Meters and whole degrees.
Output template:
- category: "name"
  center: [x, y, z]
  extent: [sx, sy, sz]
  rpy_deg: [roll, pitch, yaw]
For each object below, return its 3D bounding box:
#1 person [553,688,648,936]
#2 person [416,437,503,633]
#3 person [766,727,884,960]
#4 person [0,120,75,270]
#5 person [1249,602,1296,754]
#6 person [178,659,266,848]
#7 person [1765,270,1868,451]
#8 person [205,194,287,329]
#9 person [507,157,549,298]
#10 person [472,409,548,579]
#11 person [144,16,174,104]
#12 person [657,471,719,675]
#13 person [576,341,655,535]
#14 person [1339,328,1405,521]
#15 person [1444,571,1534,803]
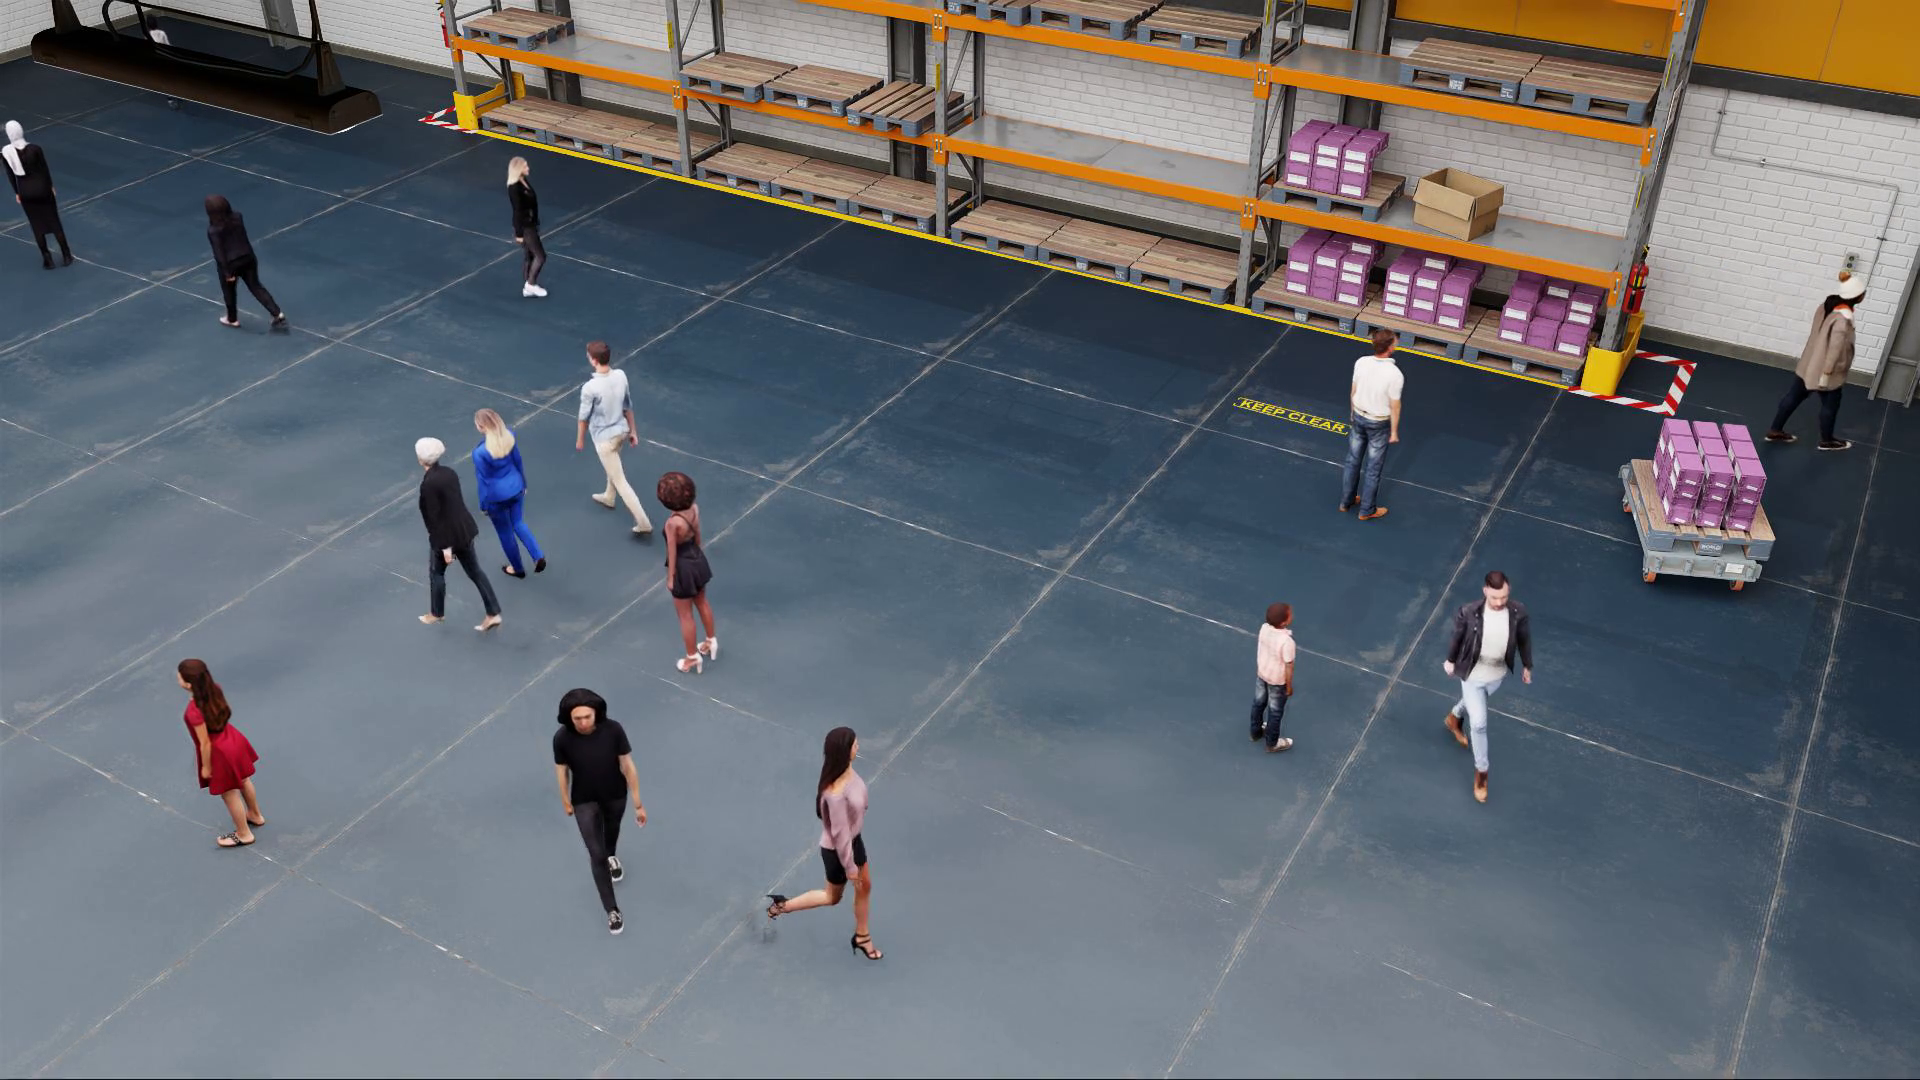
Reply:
- category: "person"
  center: [-2.397, 1.628, 11.023]
  extent: [1.078, 1.797, 1.200]
  rpy_deg: [-13, 36, -18]
- category: "person"
  center: [-4.060, 0.041, 13.409]
  extent: [1.001, 1.730, 0.847]
  rpy_deg: [10, 35, 14]
- category: "person"
  center: [-0.843, 1.959, 10.545]
  extent: [1.113, 1.775, 0.845]
  rpy_deg: [8, 34, 11]
- category: "person"
  center: [-10.893, -4.070, 19.614]
  extent: [0.680, 1.777, 0.695]
  rpy_deg: [-17, 37, -23]
- category: "person"
  center: [2.331, 1.004, 12.406]
  extent: [0.642, 1.306, 0.547]
  rpy_deg: [-20, 38, -27]
- category: "person"
  center: [-5.123, 1.447, 11.515]
  extent: [0.715, 1.554, 0.654]
  rpy_deg: [2, 34, 2]
- category: "person"
  center: [8.191, -1.716, 15.995]
  extent: [1.116, 1.863, 0.965]
  rpy_deg: [1, 34, 2]
- category: "person"
  center: [-7.860, -3.027, 18.216]
  extent: [1.038, 1.588, 0.666]
  rpy_deg: [15, 37, 22]
- category: "person"
  center: [-5.030, -3.527, 18.890]
  extent: [0.755, 1.674, 0.732]
  rpy_deg: [-2, 34, -2]
- category: "person"
  center: [-3.789, -0.340, 14.088]
  extent: [0.739, 1.682, 0.627]
  rpy_deg: [20, 38, 27]
- category: "person"
  center: [-11.857, -7.126, 24.691]
  extent: [0.631, 1.247, 0.725]
  rpy_deg: [-21, 39, -28]
- category: "person"
  center: [-2.136, 0.251, 13.106]
  extent: [0.557, 1.785, 0.570]
  rpy_deg: [14, 36, 21]
- category: "person"
  center: [-3.053, -0.866, 14.764]
  extent: [1.206, 1.810, 0.714]
  rpy_deg: [24, 40, 31]
- category: "person"
  center: [3.699, -1.052, 15.003]
  extent: [0.798, 1.856, 0.641]
  rpy_deg: [-24, 41, -32]
- category: "person"
  center: [3.777, 0.912, 12.107]
  extent: [1.229, 1.791, 1.209]
  rpy_deg: [-4, 34, -7]
